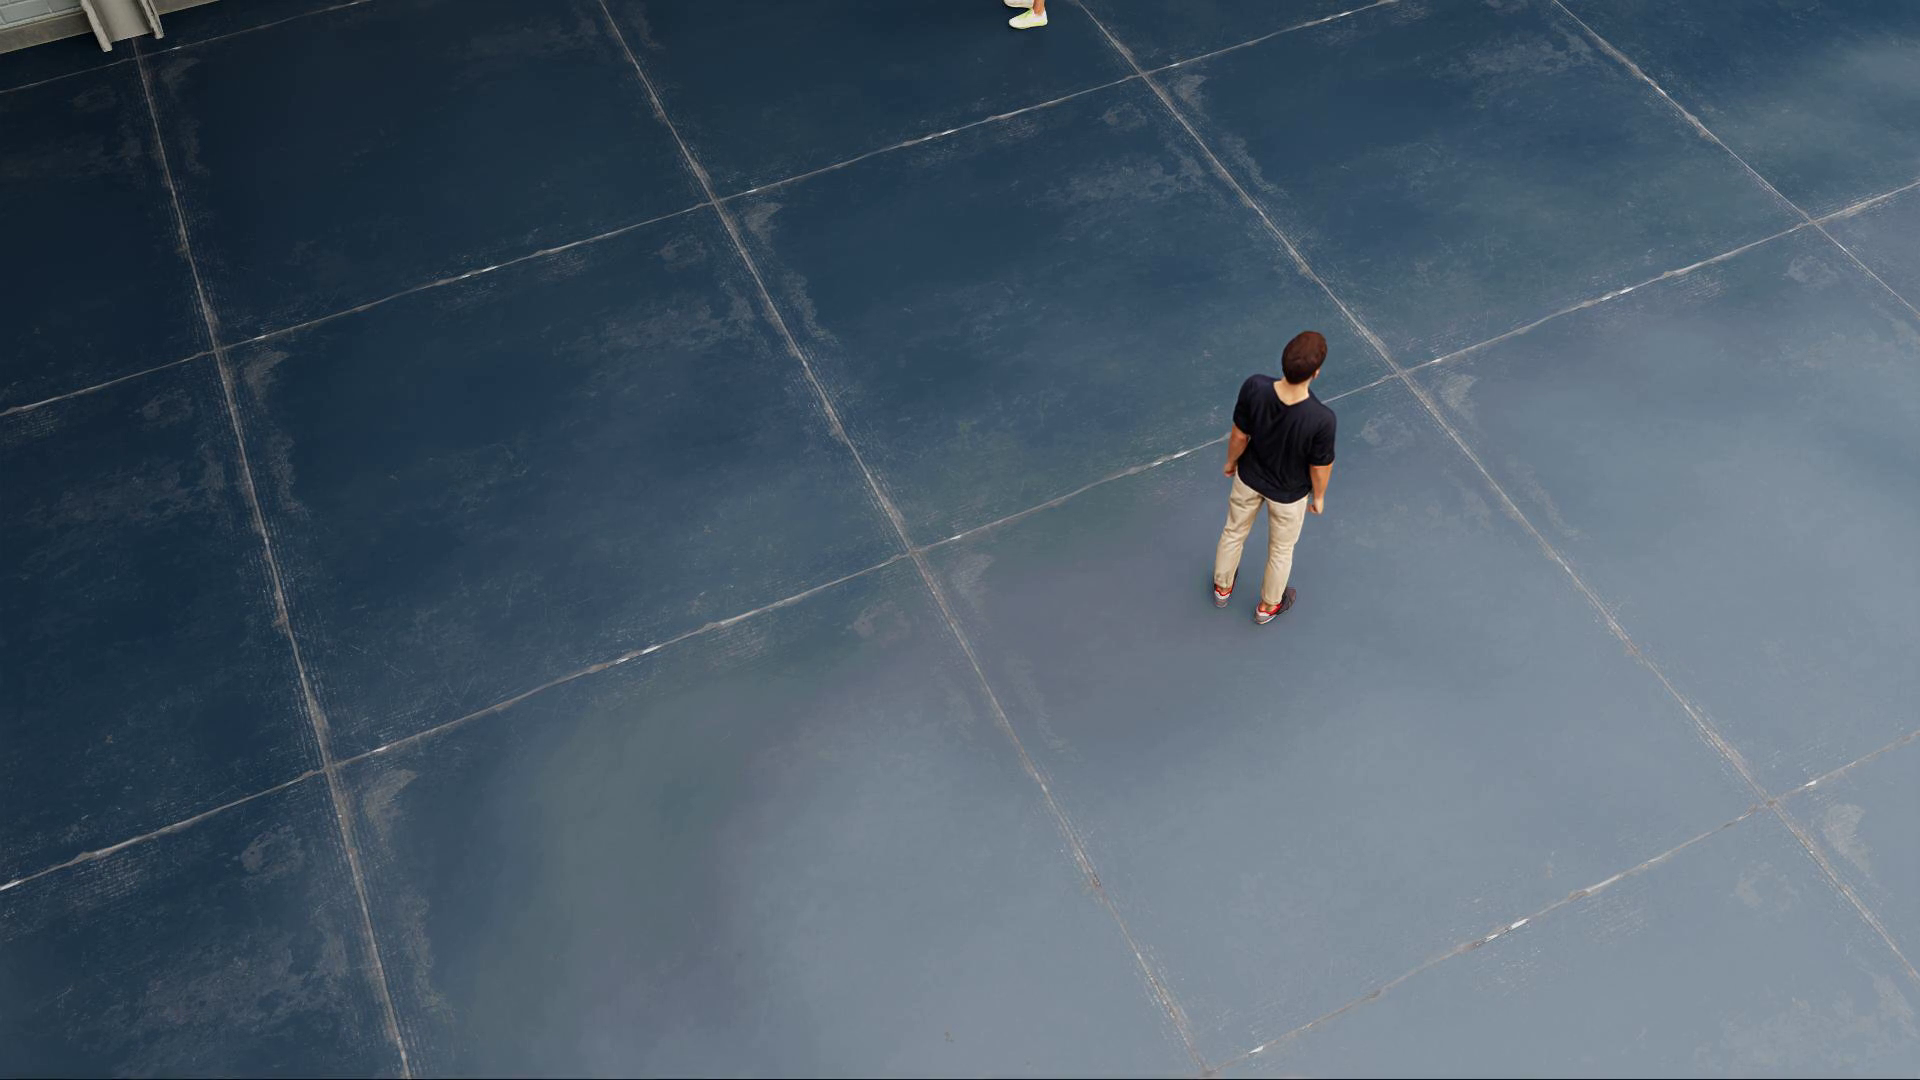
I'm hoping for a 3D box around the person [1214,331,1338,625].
[{"bbox_3d":[1.440,-0.272,7.652,0.719,1.858,0.725,25,56,18],"label":"person"}]

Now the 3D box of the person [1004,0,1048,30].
[{"bbox_3d":[0.477,-4.143,10.692,0.669,1.791,0.662,-3,52,-2],"label":"person"}]
